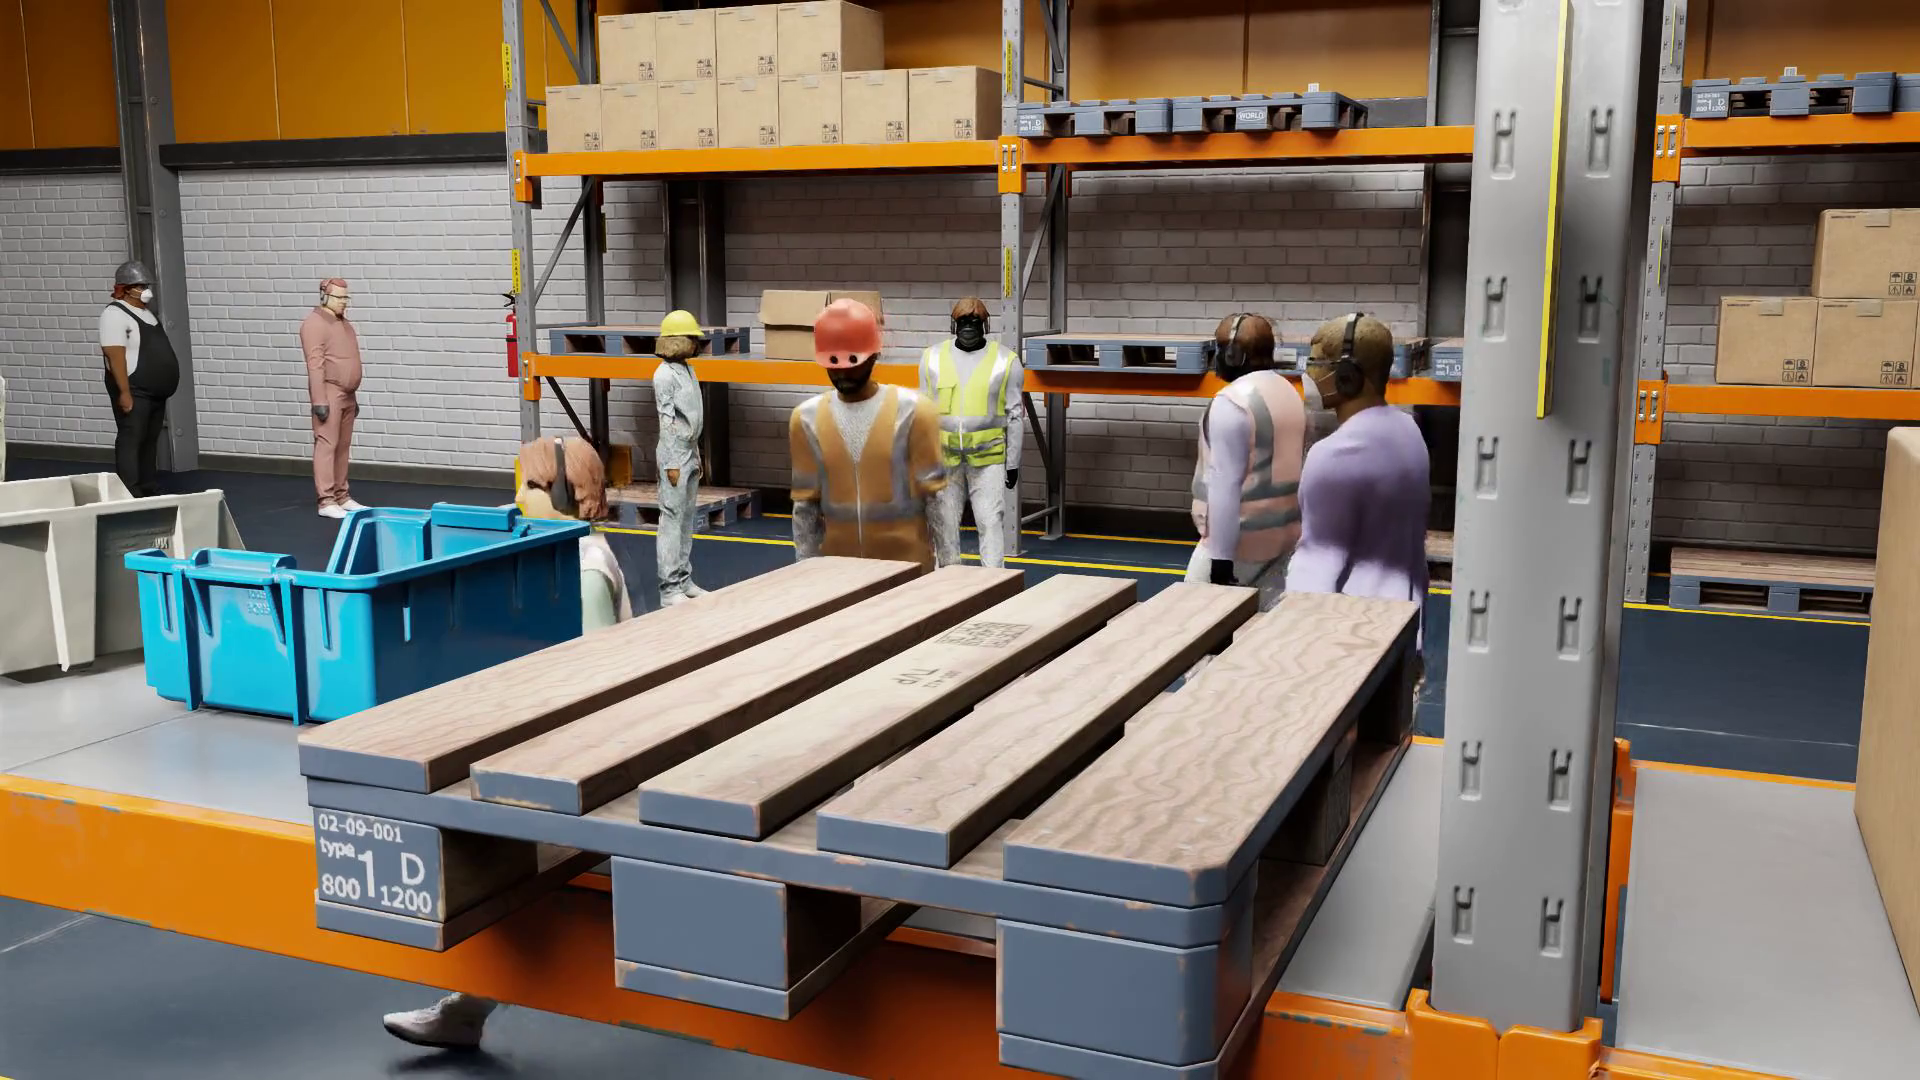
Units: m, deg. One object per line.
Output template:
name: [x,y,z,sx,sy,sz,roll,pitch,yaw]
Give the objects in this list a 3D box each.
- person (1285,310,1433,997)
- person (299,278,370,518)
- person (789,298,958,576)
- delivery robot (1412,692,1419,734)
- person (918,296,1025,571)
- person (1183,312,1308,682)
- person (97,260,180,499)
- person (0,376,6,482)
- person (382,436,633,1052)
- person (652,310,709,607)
person: [1.060,0.302,4.729,0.930,1.893,0.649,6,11,32]
person: [-4.967,-1.132,13.277,0.400,1.902,0.643,1,10,5]
person: [-0.321,0.112,5.823,0.591,1.896,0.467,3,10,17]
delivery robot: [1.599,0.628,6.470,0.477,0.478,0.707,3,10,18]
person: [0.050,-0.462,9.481,0.623,1.837,0.428,2,10,11]
person: [1.086,0.003,6.709,0.606,1.820,0.665,8,12,38]
person: [-6.593,-1.232,13.453,0.537,2.000,0.674,0,9,-2]
person: [-5.029,-0.274,8.335,0.403,1.831,0.597,1,10,7]
person: [-1.037,0.519,4.324,0.898,1.582,0.523,-2,10,-13]
person: [-1.635,-0.474,9.798,0.290,1.745,0.487,1,10,8]
